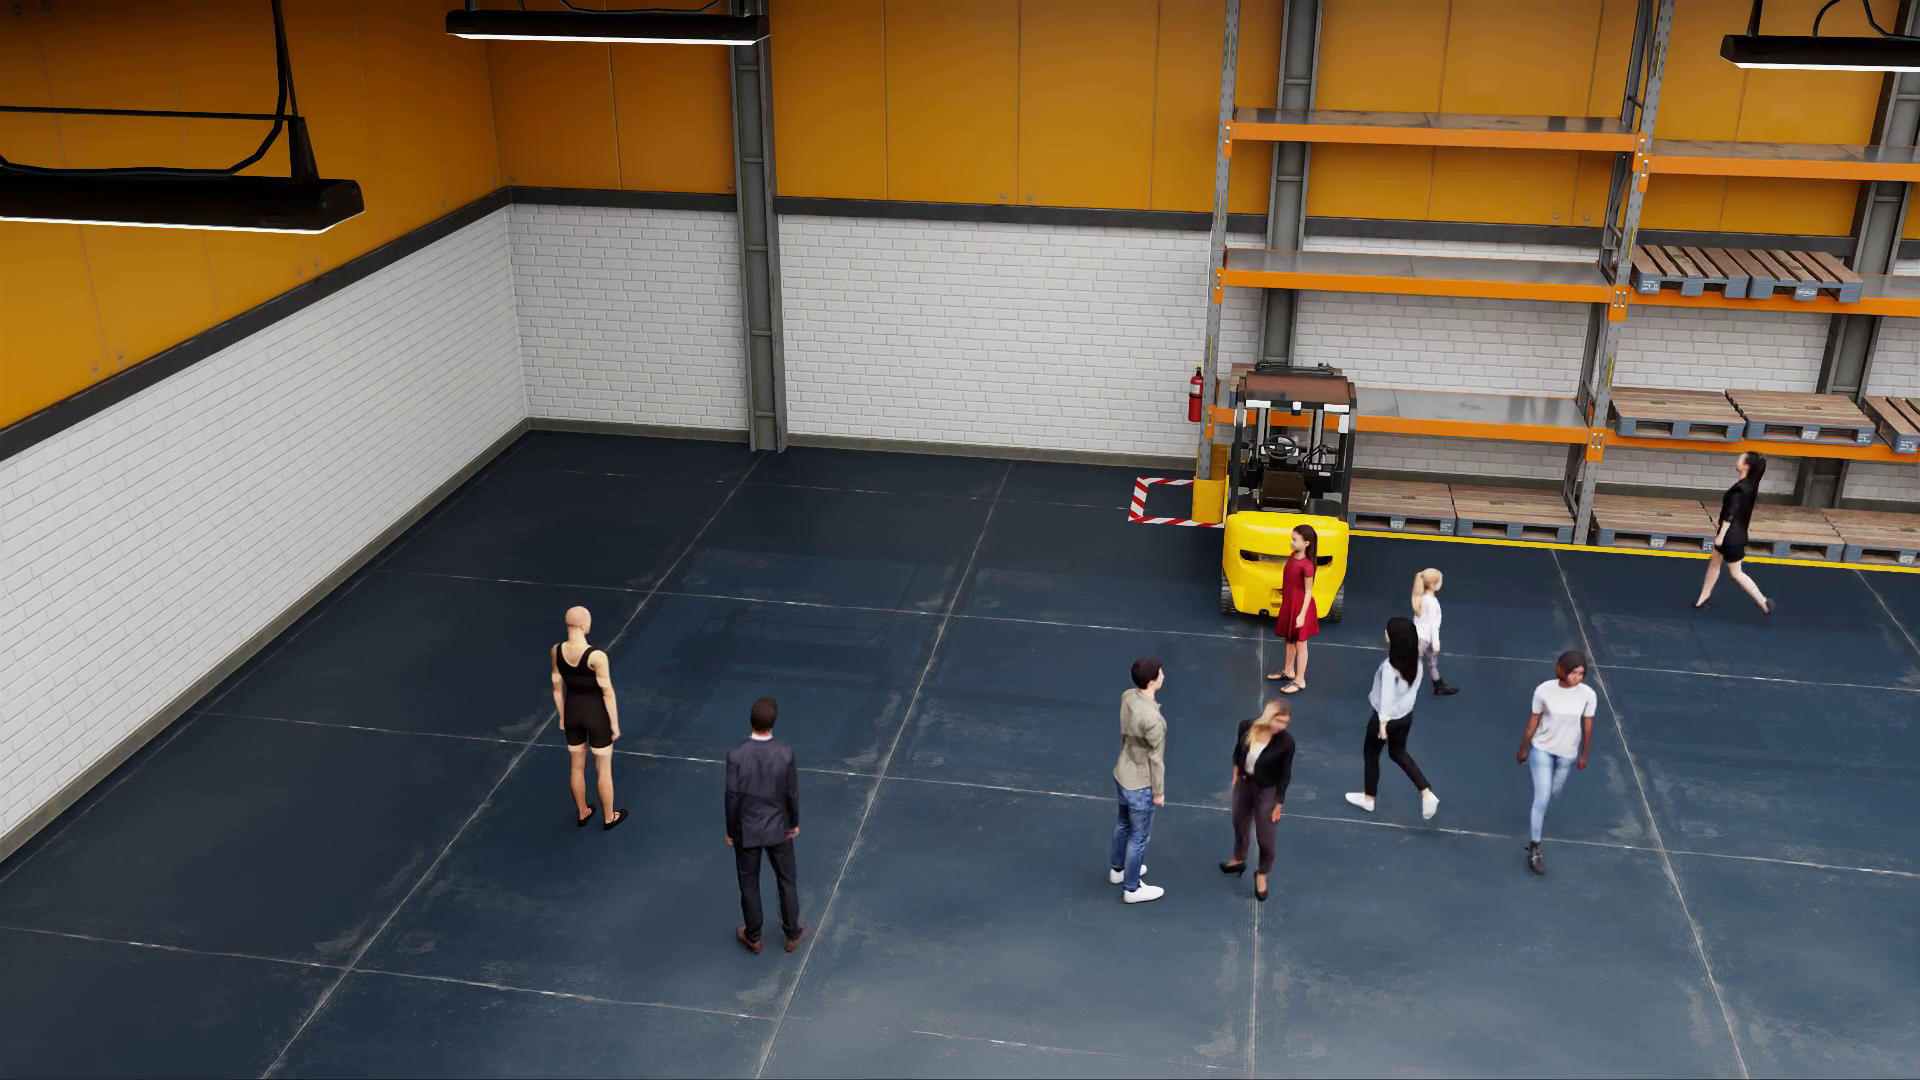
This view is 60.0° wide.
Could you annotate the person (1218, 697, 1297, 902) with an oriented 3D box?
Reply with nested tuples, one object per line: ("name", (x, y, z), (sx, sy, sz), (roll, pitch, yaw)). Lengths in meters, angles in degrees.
("person", (2.078, 1.766, 11.696), (0.877, 1.638, 0.750), (-16, 28, -33))

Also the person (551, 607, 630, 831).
("person", (-2.805, 1.340, 12.455), (0.509, 1.812, 0.740), (8, 25, 17))

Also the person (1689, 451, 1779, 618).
("person", (7.387, 0.002, 15.694), (1.091, 1.670, 0.854), (15, 28, 31))

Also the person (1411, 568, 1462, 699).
("person", (3.920, 0.845, 14.294), (0.912, 1.246, 0.590), (1, 24, 1))

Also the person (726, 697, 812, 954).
("person", (-1.333, 1.913, 11.085), (0.687, 1.860, 0.842), (-9, 25, -20))

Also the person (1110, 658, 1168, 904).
("person", (1.232, 1.667, 11.644), (0.752, 1.862, 0.773), (-7, 25, -17))

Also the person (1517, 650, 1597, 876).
("person", (4.345, 1.521, 12.198), (1.035, 1.687, 0.692), (5, 24, 11))

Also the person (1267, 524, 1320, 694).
("person", (2.951, 0.573, 14.531), (0.713, 1.554, 0.655), (-8, 25, -17))

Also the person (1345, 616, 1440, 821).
("person", (3.328, 1.373, 12.528), (0.952, 1.693, 1.060), (-20, 31, -39))
